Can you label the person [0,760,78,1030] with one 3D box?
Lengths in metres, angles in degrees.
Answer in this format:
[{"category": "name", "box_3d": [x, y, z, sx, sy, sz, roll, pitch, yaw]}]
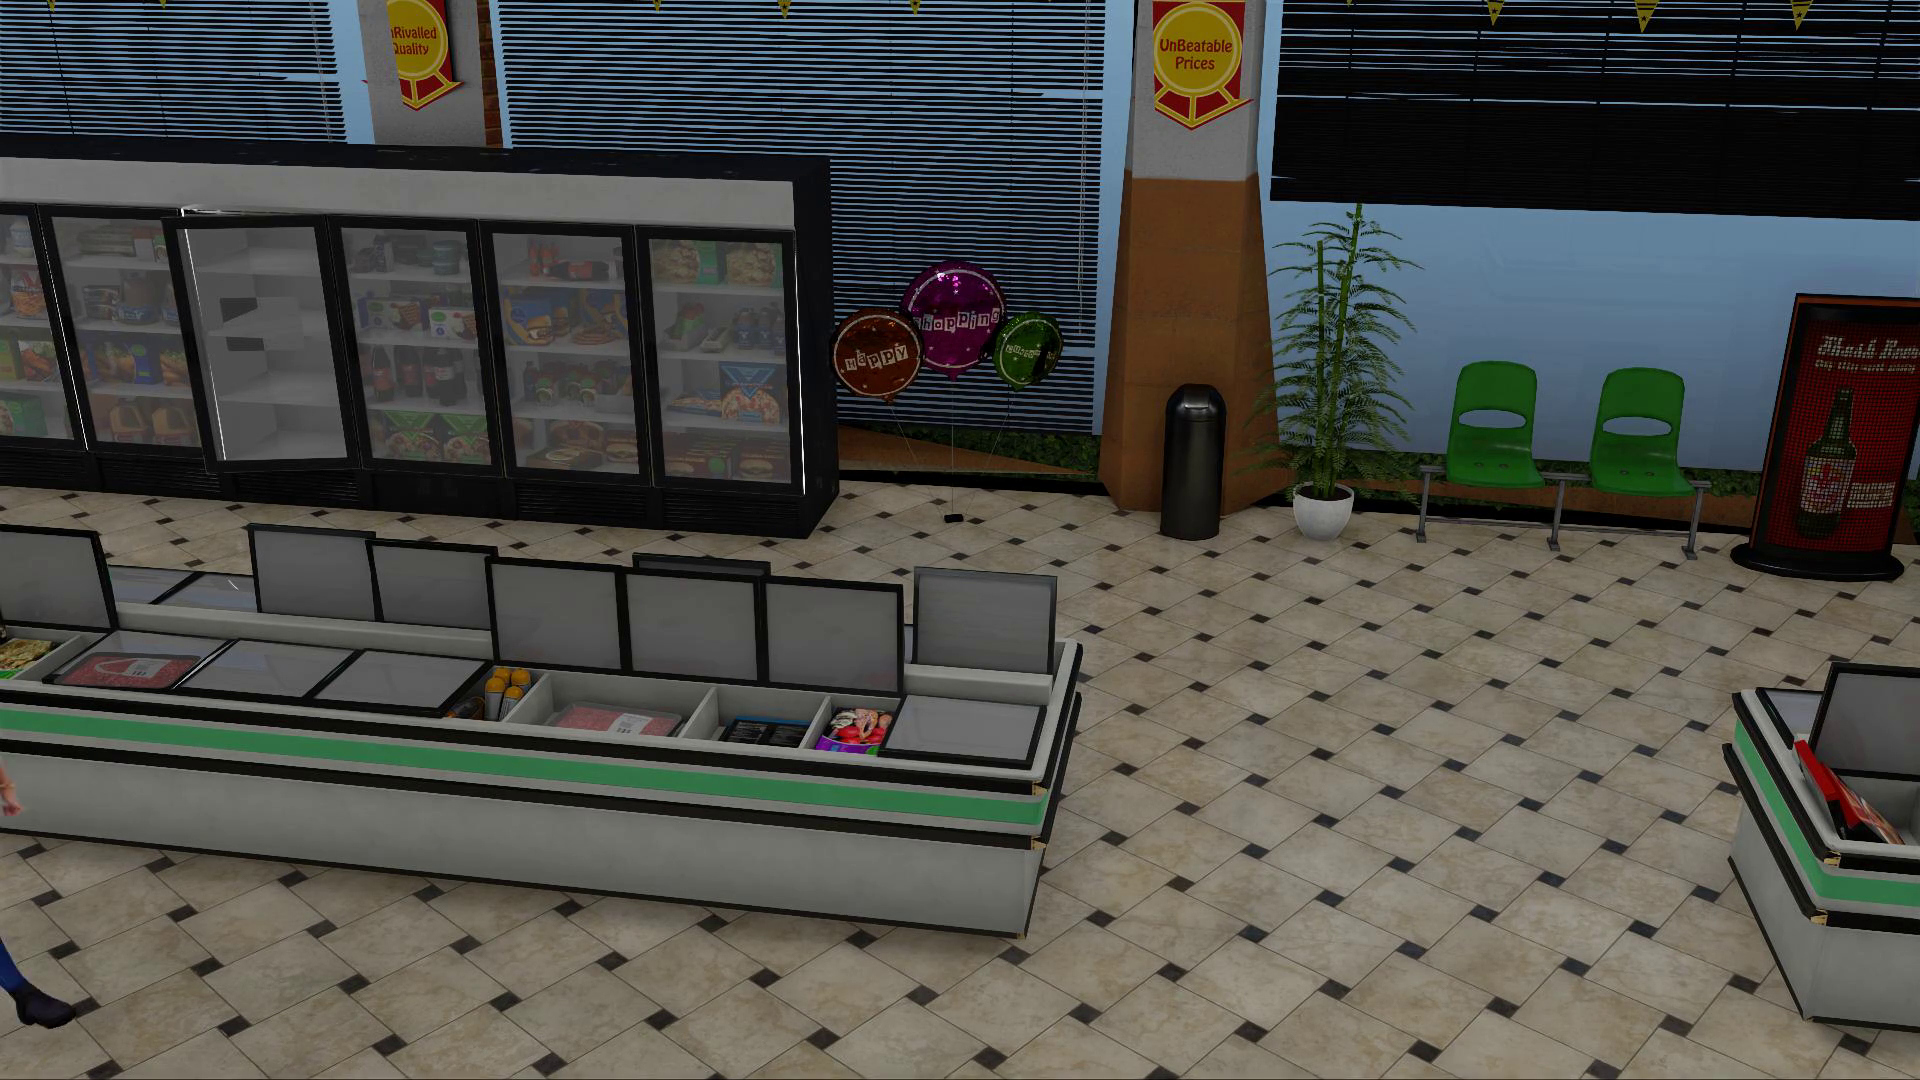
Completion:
[{"category": "person", "box_3d": [-3.768, 1.012, 6.031, 1.142, 1.636, 0.737, 8, 23, 18]}]
